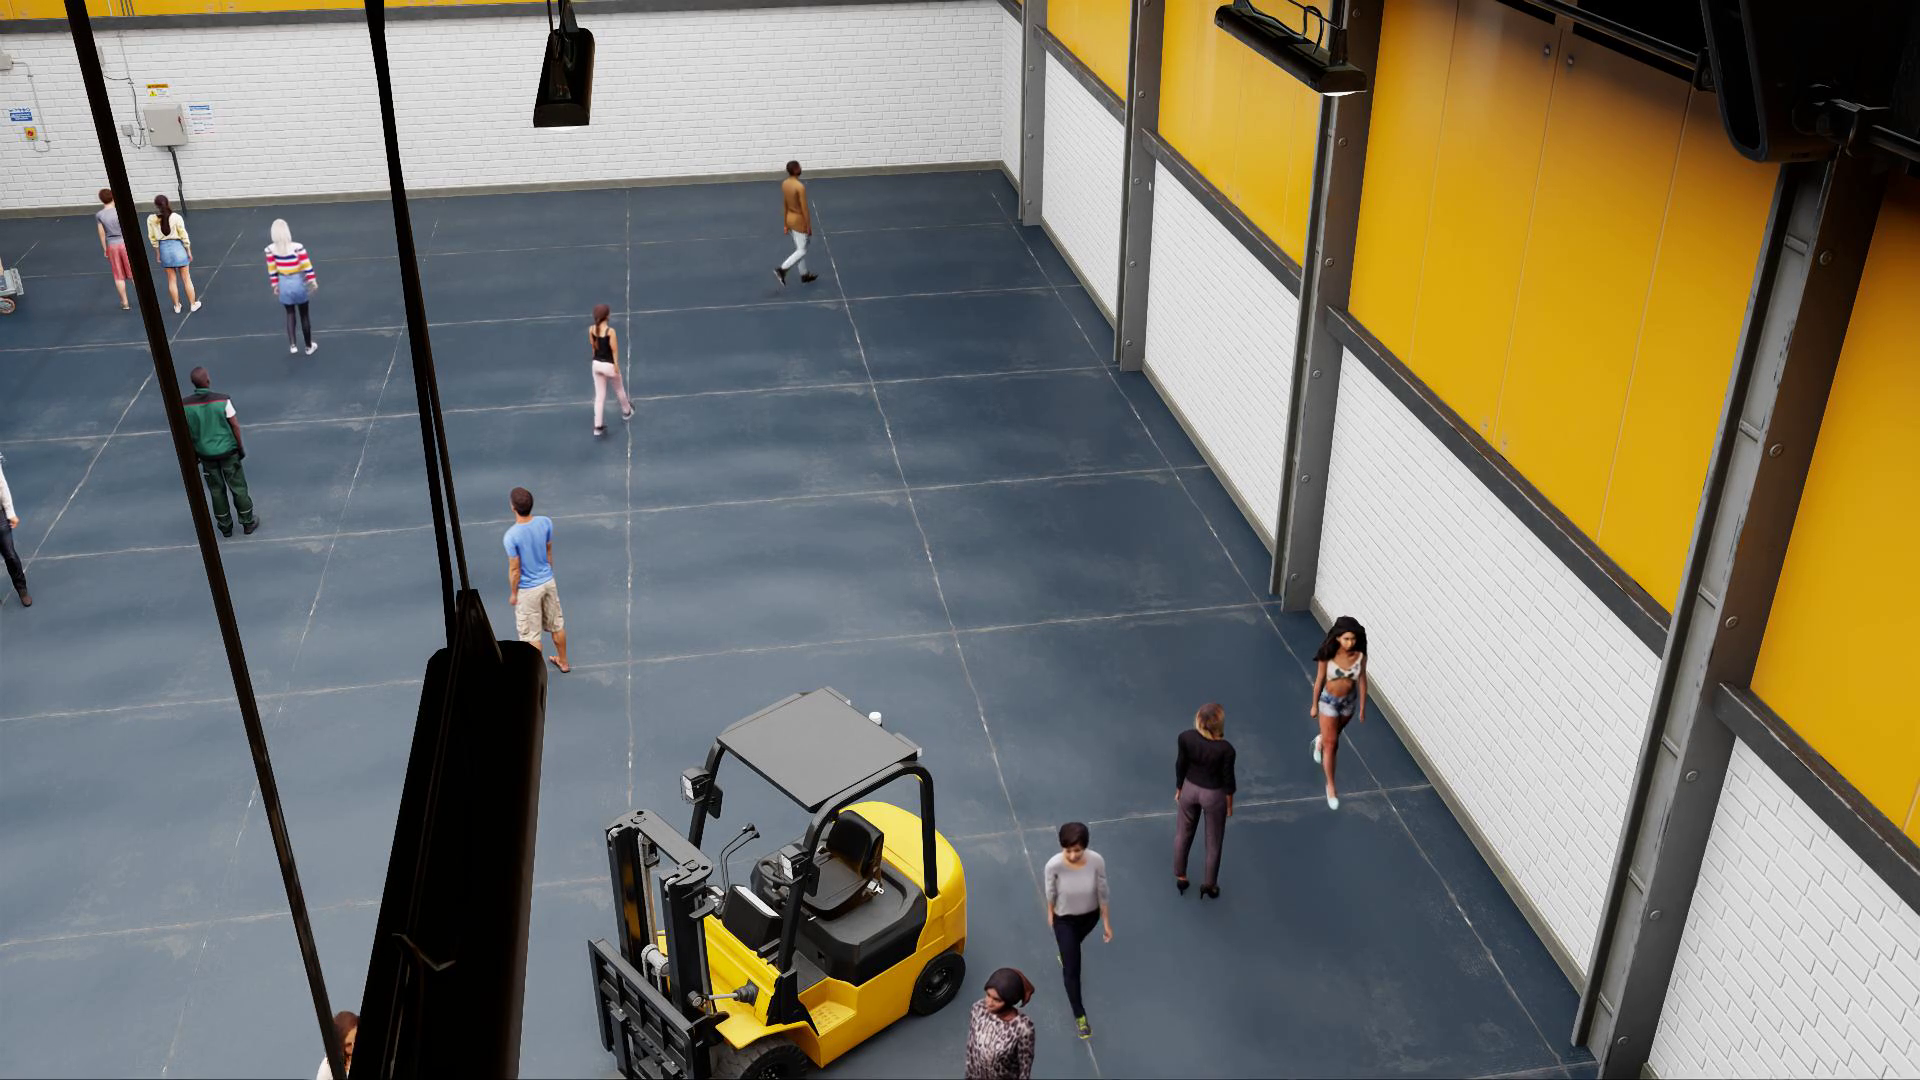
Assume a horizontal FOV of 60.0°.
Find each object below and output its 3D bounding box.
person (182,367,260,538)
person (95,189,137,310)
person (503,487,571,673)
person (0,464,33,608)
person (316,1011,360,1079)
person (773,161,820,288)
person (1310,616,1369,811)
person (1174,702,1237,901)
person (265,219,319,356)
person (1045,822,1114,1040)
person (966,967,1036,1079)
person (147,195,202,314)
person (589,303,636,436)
[{"bbox_3d":[-7.544,-0.896,16.899,0.686,1.839,0.614,-7,29,-12],"label":"person"},{"bbox_3d":[-11.497,-3.981,22.750,0.626,1.650,0.575,-10,30,-17],"label":"person"},{"bbox_3d":[-3.706,0.392,14.513,0.780,1.863,0.741,22,36,35],"label":"person"},{"bbox_3d":[-9.145,-0.208,15.604,0.730,1.870,0.667,-16,32,-26],"label":"person"},{"bbox_3d":[-3.420,3.245,9.495,0.888,1.658,0.959,-23,36,-36],"label":"person"},{"bbox_3d":[-2.344,-4.412,23.384,1.031,1.801,1.081,-23,36,-36],"label":"person"},{"bbox_3d":[2.966,1.282,13.162,0.589,1.593,1.003,-4,29,-8],"label":"person"},{"bbox_3d":[1.746,1.882,11.981,0.689,1.670,0.728,15,32,25],"label":"person"},{"bbox_3d":[-8.483,-3.182,21.127,0.698,1.803,0.667,-2,29,-3],"label":"person"},{"bbox_3d":[0.761,2.454,11.109,0.614,1.502,1.080,-7,29,-13],"label":"person"},{"bbox_3d":[0.234,3.150,9.612,0.679,1.713,0.743,20,35,33],"label":"person"},{"bbox_3d":[-10.714,-3.903,22.629,0.651,1.630,0.554,-7,29,-12],"label":"person"},{"bbox_3d":[-4.114,-1.942,19.146,0.796,1.523,1.093,7,29,12],"label":"person"}]
